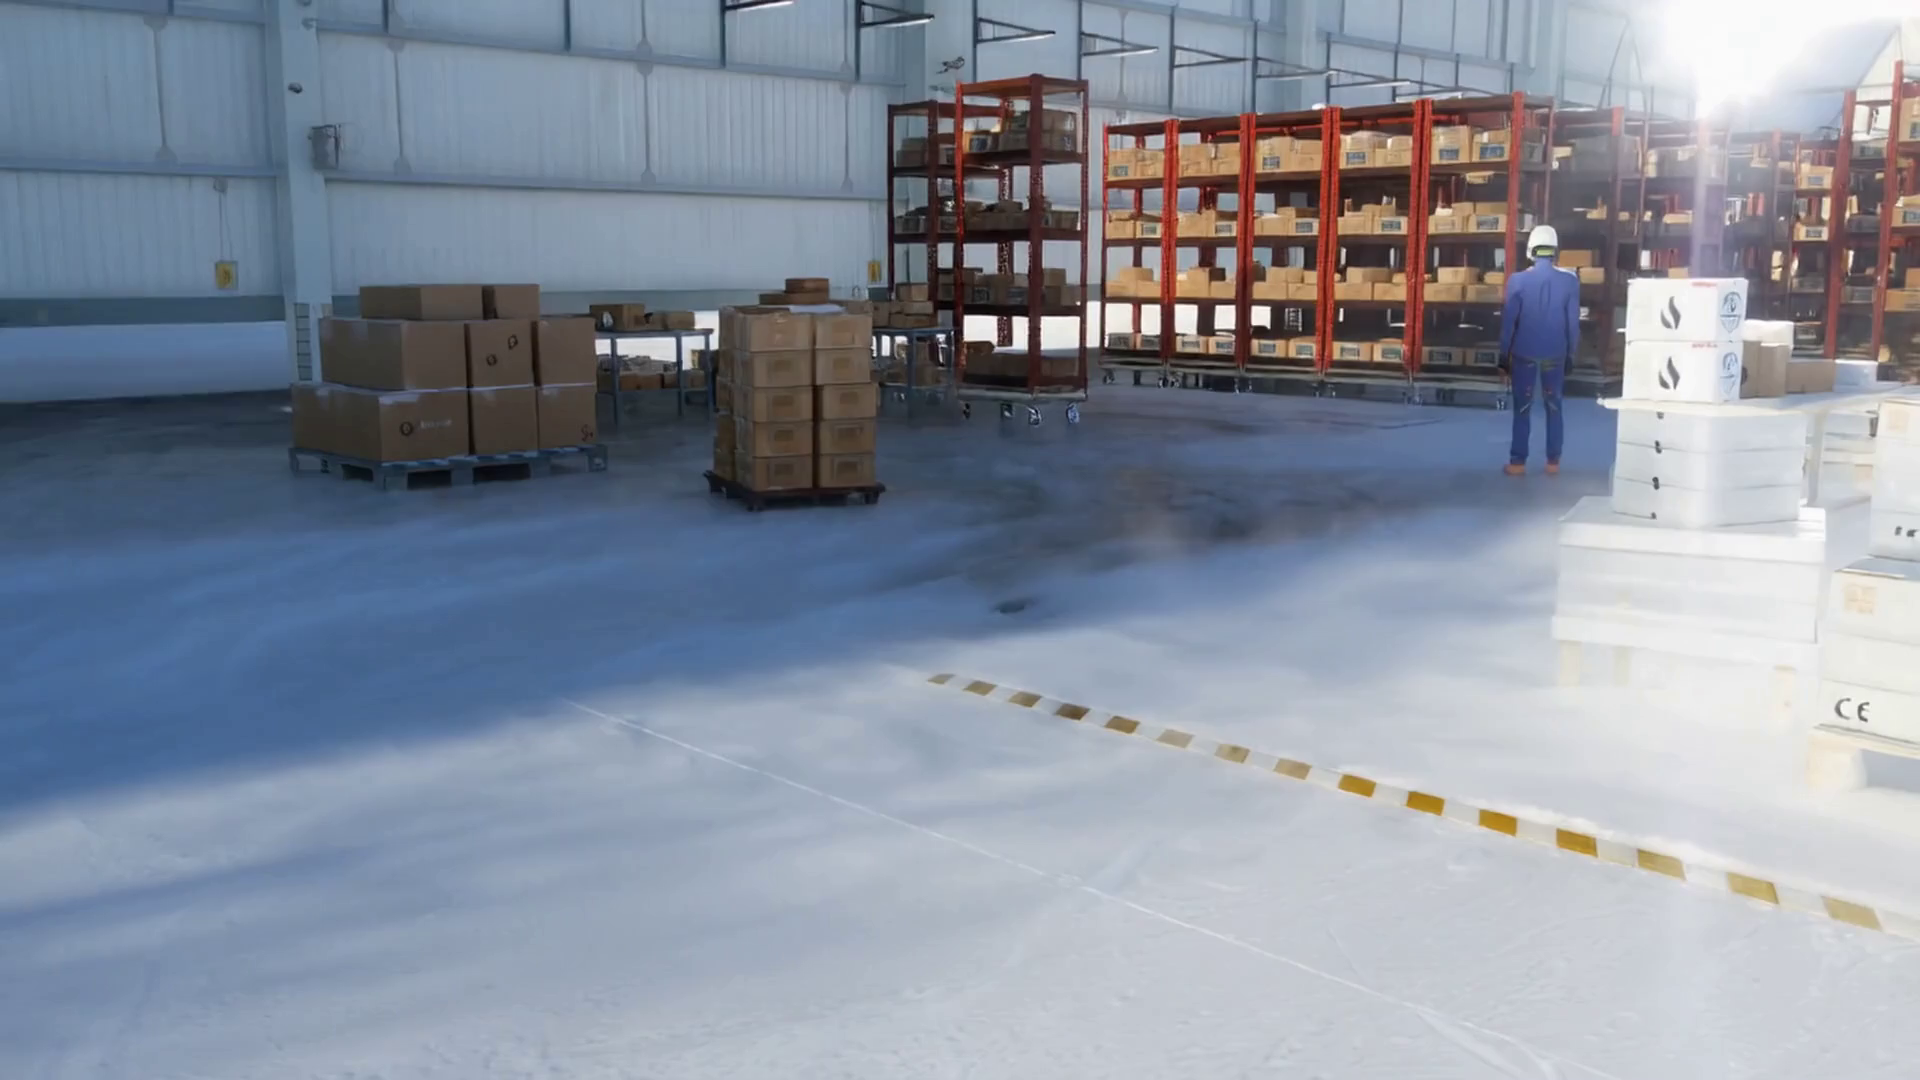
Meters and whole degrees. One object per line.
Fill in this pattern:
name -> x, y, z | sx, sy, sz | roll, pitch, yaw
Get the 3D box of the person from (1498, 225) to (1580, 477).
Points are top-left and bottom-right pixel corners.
person -> 4.586, -1.487, 13.208 | 0.610, 1.996, 0.379 | 0, 9, 2
